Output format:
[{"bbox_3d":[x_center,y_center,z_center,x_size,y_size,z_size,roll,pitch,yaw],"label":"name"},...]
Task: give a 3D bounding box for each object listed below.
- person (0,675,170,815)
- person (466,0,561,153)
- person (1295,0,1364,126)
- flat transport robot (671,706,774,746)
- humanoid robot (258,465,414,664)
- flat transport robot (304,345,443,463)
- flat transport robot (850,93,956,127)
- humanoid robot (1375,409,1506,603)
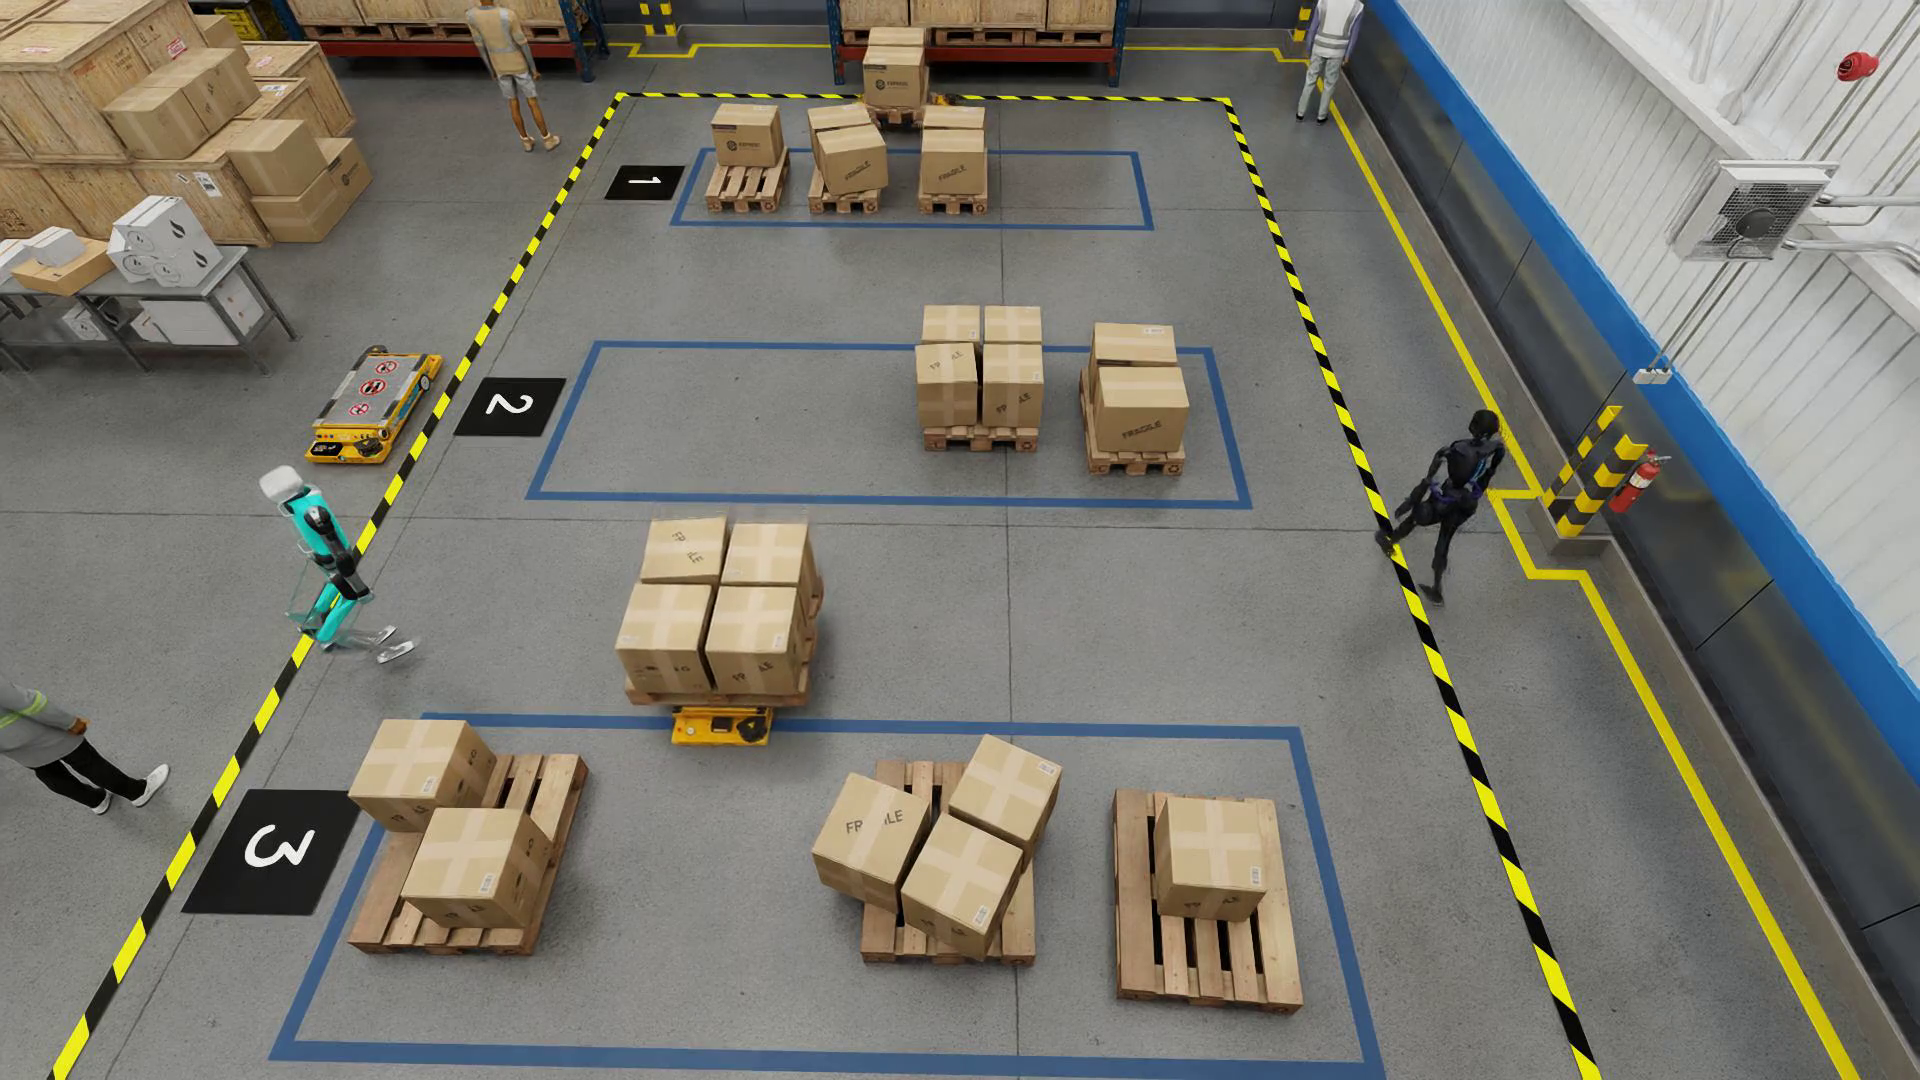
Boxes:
[{"bbox_3d":[-5.542,1.086,5.412,0.587,1.850,0.388,-7,50,-6],"label":"person"},{"bbox_3d":[-5.407,-5.712,11.038,0.607,2.046,0.365,-2,50,-1],"label":"person"},{"bbox_3d":[4.672,-6.213,11.603,0.589,1.827,0.404,21,53,17],"label":"person"},{"bbox_3d":[-1.631,0.808,6.665,0.652,0.197,1.431,1,50,1],"label":"flat transport robot"},{"bbox_3d":[-4.277,0.287,6.074,0.533,1.677,0.735,35,58,26],"label":"humanoid robot"},{"bbox_3d":[-5.383,-1.269,8.441,0.659,0.231,1.431,1,50,1],"label":"flat transport robot"},{"bbox_3d":[-0.773,-5.715,12.184,1.431,0.197,0.652,1,50,1],"label":"flat transport robot"},{"bbox_3d":[3.566,-0.276,6.710,0.612,1.626,0.783,-6,50,-5],"label":"humanoid robot"}]
